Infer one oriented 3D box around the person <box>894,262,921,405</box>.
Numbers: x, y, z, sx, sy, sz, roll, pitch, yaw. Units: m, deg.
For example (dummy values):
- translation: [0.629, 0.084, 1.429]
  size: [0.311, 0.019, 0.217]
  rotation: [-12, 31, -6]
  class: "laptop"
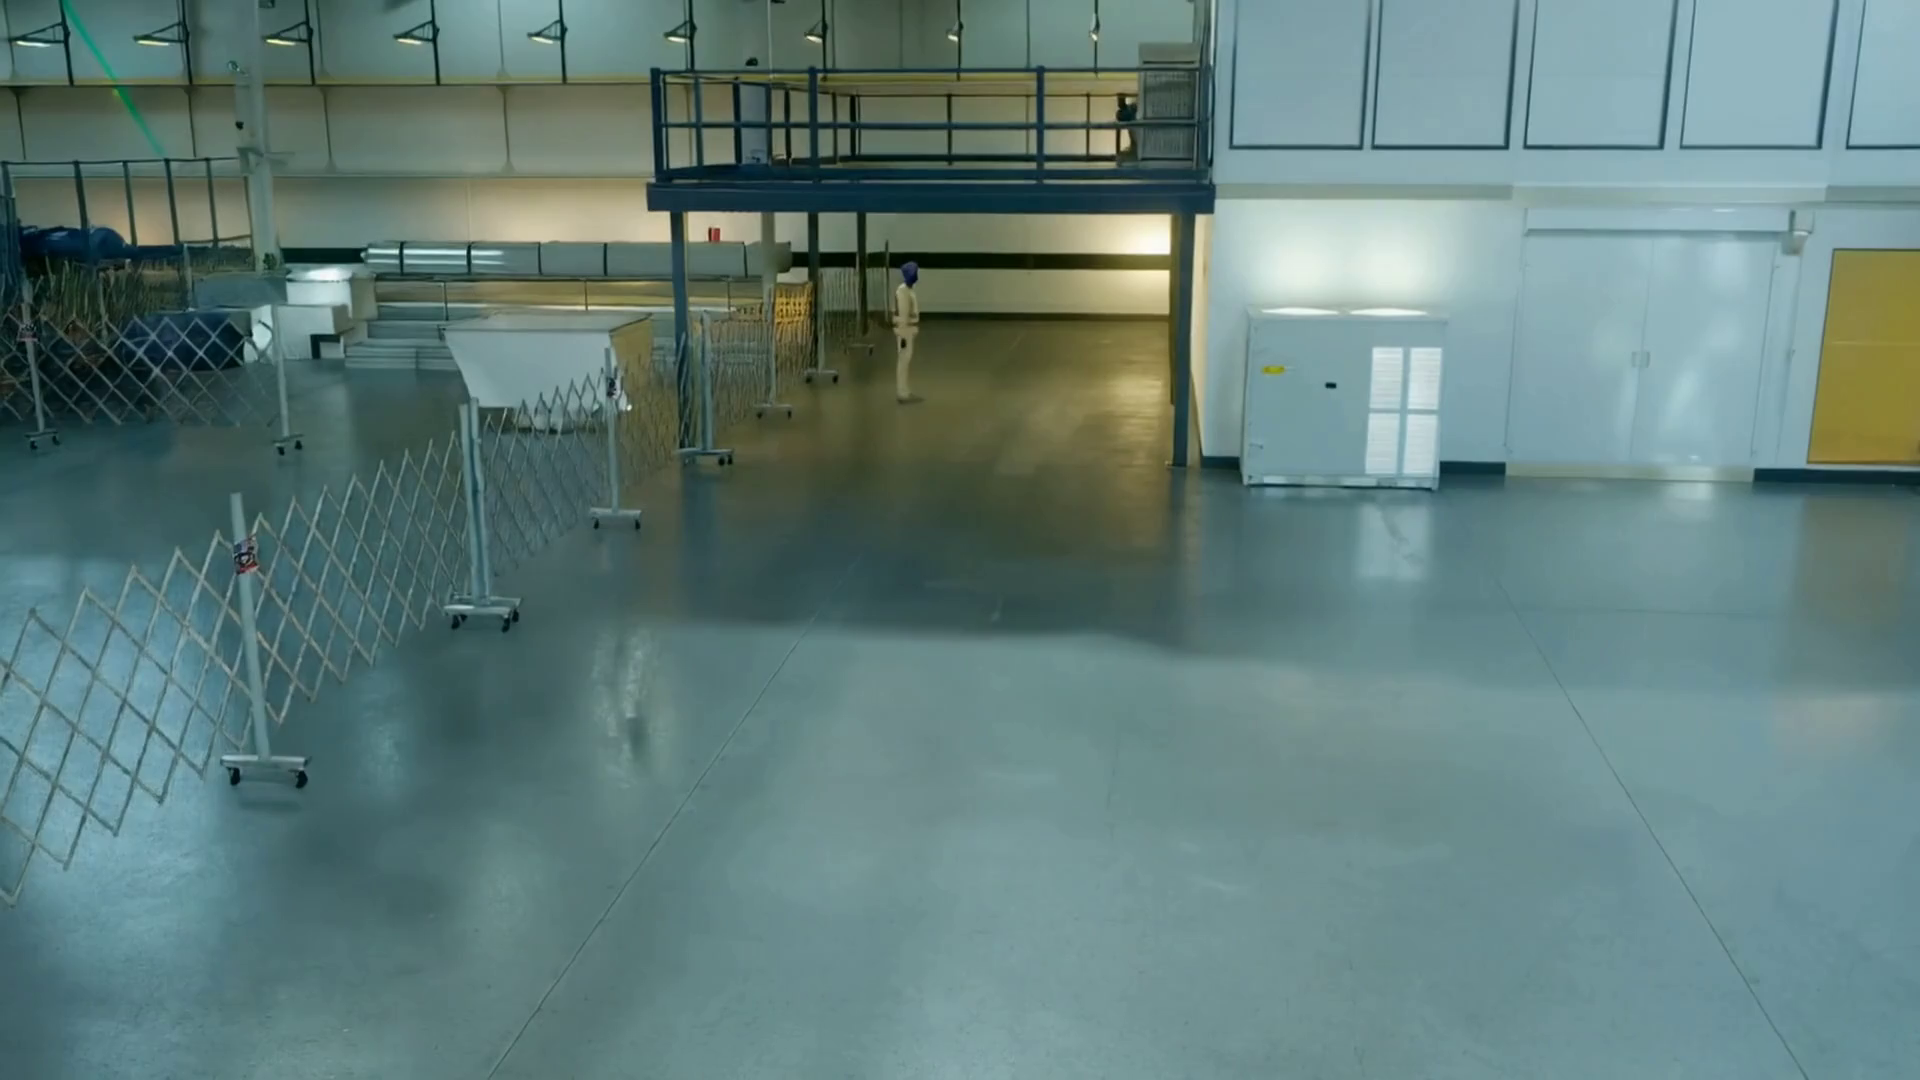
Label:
- translation: [-0.697, -2.743, 22.085]
  size: [0.356, 1.881, 0.575]
  rotation: [2, 14, 8]
  class: "person"
